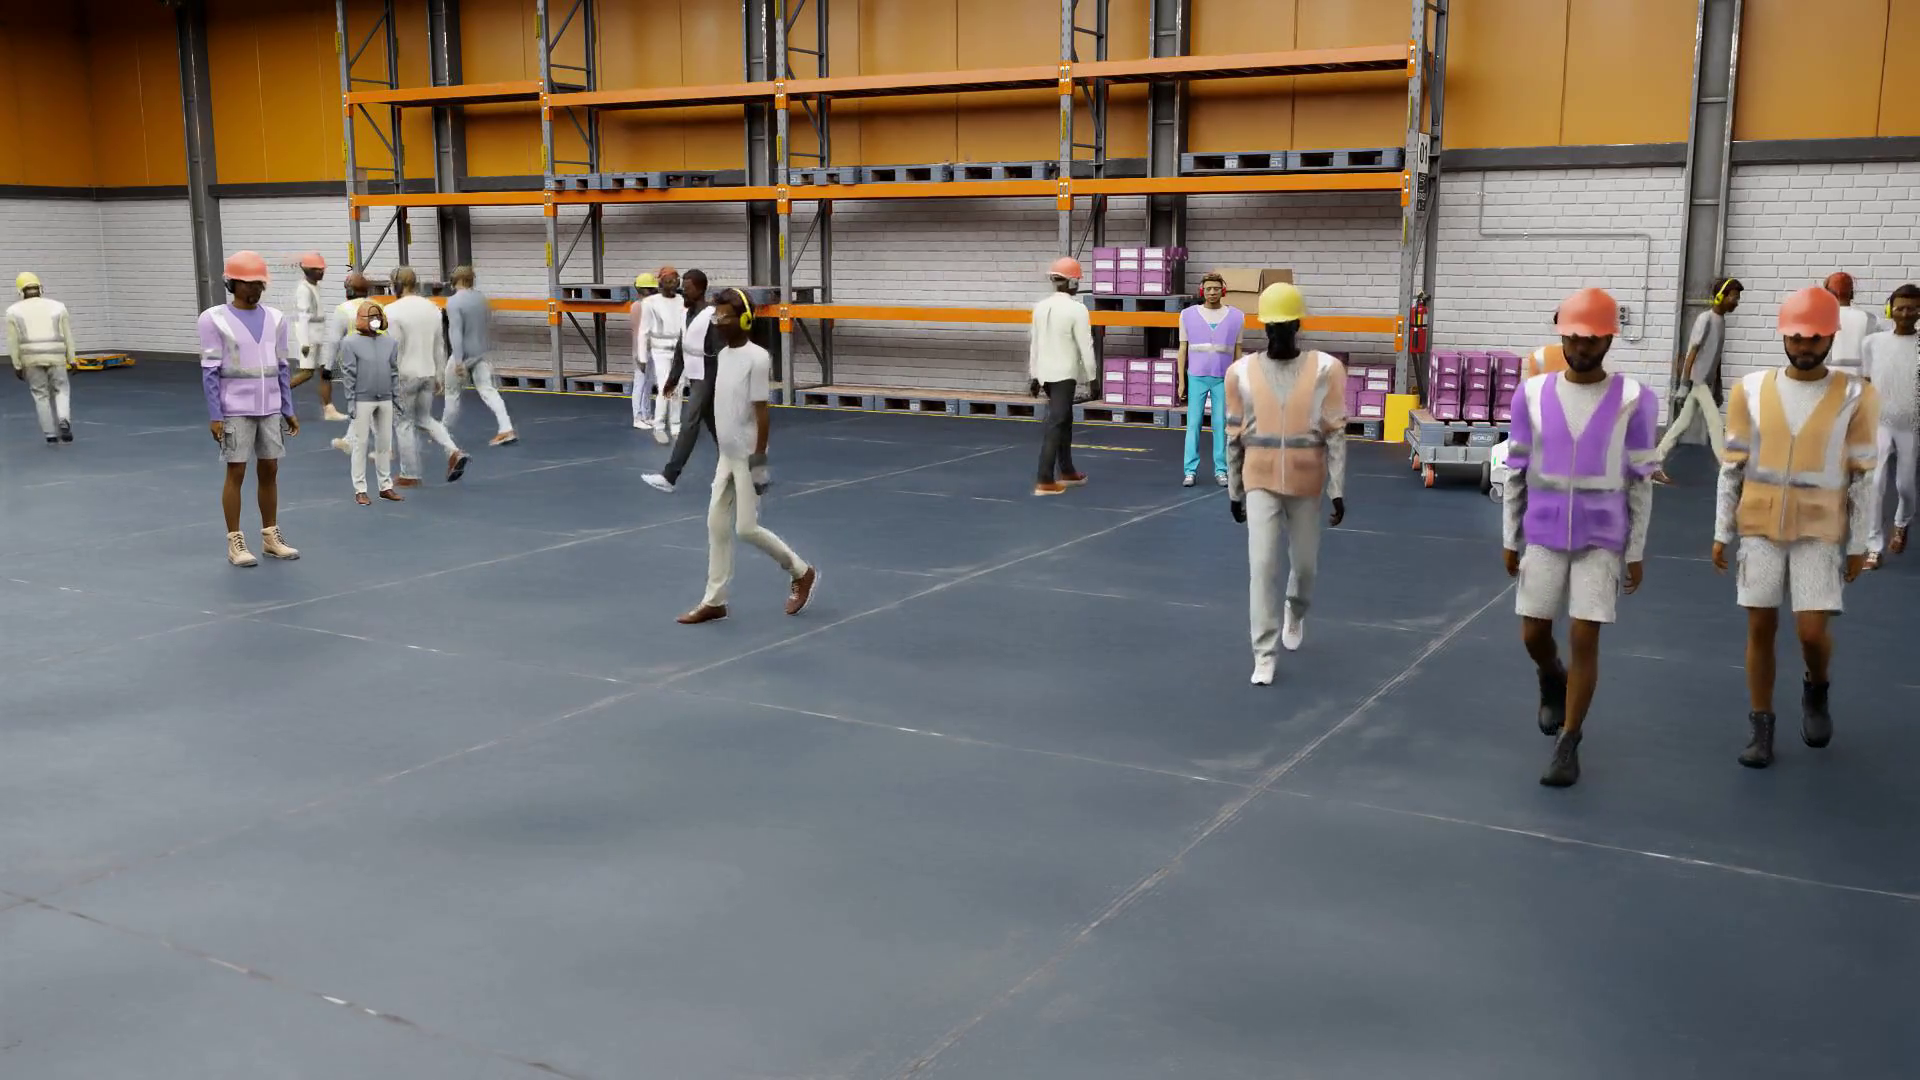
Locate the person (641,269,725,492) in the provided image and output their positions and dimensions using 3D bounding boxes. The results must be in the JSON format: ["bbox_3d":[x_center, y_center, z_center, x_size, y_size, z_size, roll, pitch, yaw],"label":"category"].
[{"bbox_3d":[-2.263,-1.341,14.081,1.005,1.867,0.598,-6,11,-29],"label":"person"}]

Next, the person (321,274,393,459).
[{"bbox_3d":[-5.896,-1.688,16.270,0.944,1.791,0.622,5,11,25],"label":"person"}]

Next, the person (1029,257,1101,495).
[{"bbox_3d":[0.922,-1.372,13.959,0.858,1.961,0.616,-7,12,-34],"label":"person"}]

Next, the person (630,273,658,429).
[{"bbox_3d":[-3.557,-2.148,18.935,0.318,1.767,0.534,3,10,15],"label":"person"}]

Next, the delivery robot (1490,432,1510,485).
[{"bbox_3d":[4.508,-0.639,13.554,0.477,0.478,0.707,3,11,17],"label":"delivery robot"}]

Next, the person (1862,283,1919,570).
[{"bbox_3d":[6.130,-0.750,10.842,0.512,1.843,0.851,7,12,33],"label":"person"}]

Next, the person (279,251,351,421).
[{"bbox_3d":[-7.741,-2.385,19.605,0.878,2.018,0.618,-1,10,-3],"label":"person"}]

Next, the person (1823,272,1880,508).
[{"bbox_3d":[6.776,-1.144,12.942,0.590,1.868,0.458,0,10,0],"label":"person"}]

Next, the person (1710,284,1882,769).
[{"bbox_3d":[3.291,-0.043,6.588,0.560,1.923,0.487,7,12,36],"label":"person"}]

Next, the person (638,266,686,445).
[{"bbox_3d":[-3.014,-1.906,17.280,0.614,1.866,0.410,-7,12,-36],"label":"person"}]

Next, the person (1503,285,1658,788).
[{"bbox_3d":[2.418,-0.032,6.511,0.550,1.923,0.631,6,11,29],"label":"person"}]

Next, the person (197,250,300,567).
[{"bbox_3d":[-4.601,-0.854,10.831,0.381,2.042,0.604,7,12,35],"label":"person"}]

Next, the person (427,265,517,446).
[{"bbox_3d":[-5.065,-1.907,17.271,1.026,1.886,0.638,4,11,20],"label":"person"}]

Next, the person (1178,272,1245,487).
[{"bbox_3d":[2.157,-1.378,14.348,0.565,1.846,0.390,0,10,2],"label":"person"}]

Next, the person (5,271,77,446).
[{"bbox_3d":[-9.492,-1.864,17.202,0.610,1.808,0.425,-6,12,-32],"label":"person"}]

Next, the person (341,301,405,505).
[{"bbox_3d":[-4.726,-1.107,13.414,0.284,1.634,0.498,9,13,40],"label":"person"}]

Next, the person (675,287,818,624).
[{"bbox_3d":[-1.187,-0.462,9.155,0.709,1.857,0.558,-7,12,-34],"label":"person"}]

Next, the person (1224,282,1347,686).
[{"bbox_3d":[1.577,-0.302,8.107,0.586,1.904,0.844,2,10,12],"label":"person"}]

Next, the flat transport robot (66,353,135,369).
[{"bbox_3d":[-14.618,-3.022,28.117,0.652,0.197,1.431,0,10,-1],"label":"flat transport robot"}]

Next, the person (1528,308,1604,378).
[{"bbox_3d":[4.190,-0.805,11.554,0.538,1.684,0.370,7,12,35],"label":"person"}]

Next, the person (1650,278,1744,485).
[{"bbox_3d":[6.375,-1.331,14.235,0.990,1.795,0.559,7,12,35],"label":"person"}]

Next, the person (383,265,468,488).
[{"bbox_3d":[-4.608,-1.374,14.161,0.627,1.915,0.636,4,11,24],"label":"person"}]
